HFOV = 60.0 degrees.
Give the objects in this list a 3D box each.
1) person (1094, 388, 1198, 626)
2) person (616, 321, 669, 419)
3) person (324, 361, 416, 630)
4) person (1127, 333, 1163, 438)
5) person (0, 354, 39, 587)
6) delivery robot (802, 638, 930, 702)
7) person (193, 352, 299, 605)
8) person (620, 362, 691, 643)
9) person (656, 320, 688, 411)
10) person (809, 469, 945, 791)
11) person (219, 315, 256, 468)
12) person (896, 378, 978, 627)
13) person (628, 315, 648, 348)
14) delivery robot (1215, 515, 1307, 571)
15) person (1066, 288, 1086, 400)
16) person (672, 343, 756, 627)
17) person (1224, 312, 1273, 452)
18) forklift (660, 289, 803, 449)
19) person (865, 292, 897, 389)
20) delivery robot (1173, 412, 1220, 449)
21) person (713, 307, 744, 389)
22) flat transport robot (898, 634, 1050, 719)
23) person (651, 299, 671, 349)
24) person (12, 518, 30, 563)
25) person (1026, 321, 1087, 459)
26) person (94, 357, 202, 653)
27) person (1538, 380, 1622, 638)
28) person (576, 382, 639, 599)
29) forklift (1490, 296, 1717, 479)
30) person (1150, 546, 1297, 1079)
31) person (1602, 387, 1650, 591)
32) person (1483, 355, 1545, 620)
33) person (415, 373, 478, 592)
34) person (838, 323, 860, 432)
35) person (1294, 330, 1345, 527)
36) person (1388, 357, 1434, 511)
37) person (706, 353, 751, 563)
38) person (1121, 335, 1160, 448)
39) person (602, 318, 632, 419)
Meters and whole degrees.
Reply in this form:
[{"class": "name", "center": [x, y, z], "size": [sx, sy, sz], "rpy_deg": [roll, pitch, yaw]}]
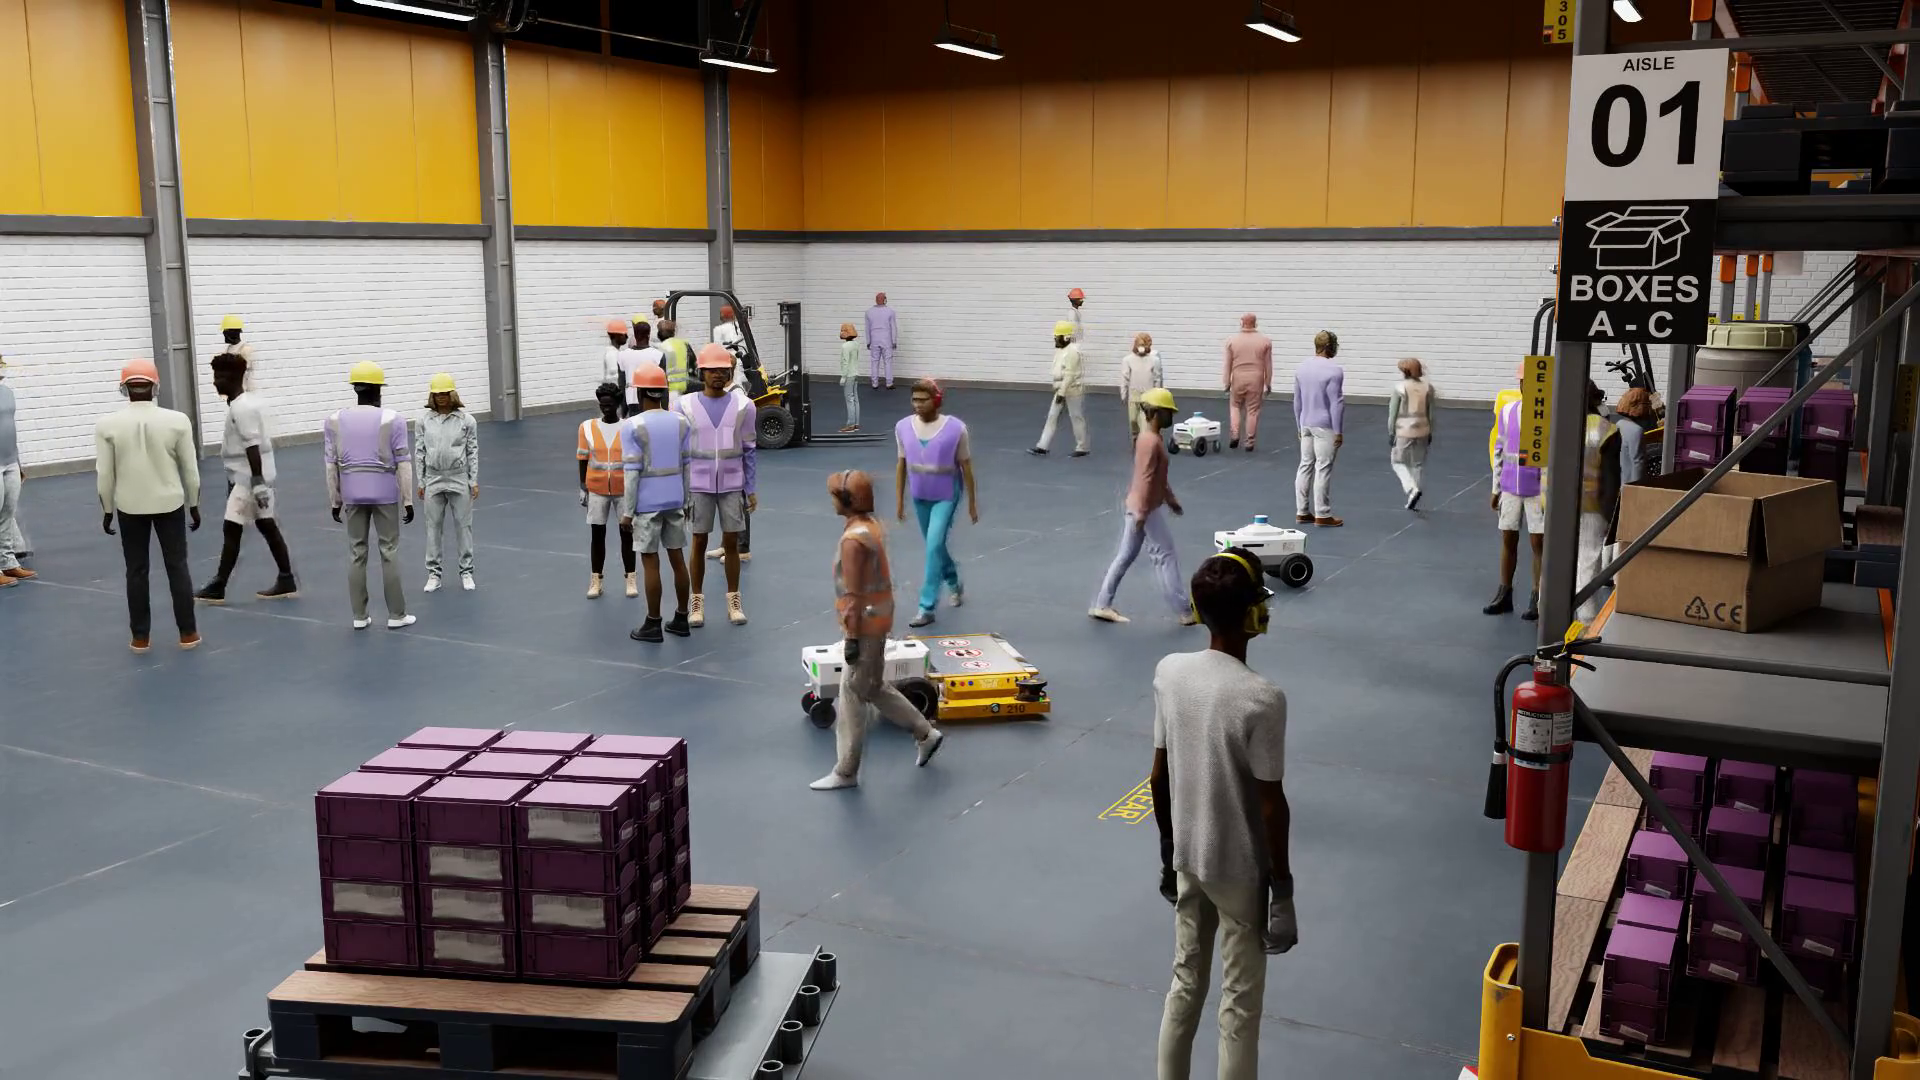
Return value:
[{"class": "person", "center": [1.386, -0.230, 12.017], "size": [0.885, 1.706, 0.525], "rpy_deg": [0, 10, -2]}, {"class": "person", "center": [-3.600, -1.528, 18.947], "size": [0.589, 1.915, 0.393], "rpy_deg": [1, 10, 7]}, {"class": "person", "center": [-4.202, -0.314, 11.884], "size": [0.594, 1.922, 0.375], "rpy_deg": [0, 10, -2]}, {"class": "person", "center": [2.515, -2.035, 22.804], "size": [0.563, 1.587, 0.720], "rpy_deg": [8, 13, 40]}, {"class": "person", "center": [-7.803, -0.594, 13.466], "size": [0.372, 1.940, 0.630], "rpy_deg": [0, 10, 0]}, {"class": "delivery robot", "center": [-0.544, 0.723, 9.573], "size": [0.707, 0.478, 0.477], "rpy_deg": [-3, 10, -15]}, {"class": "person", "center": [-5.577, -0.465, 12.742], "size": [0.892, 1.927, 0.626], "rpy_deg": [-3, 10, -17]}, {"class": "person", "center": [-2.115, -0.258, 11.521], "size": [0.545, 1.939, 0.373], "rpy_deg": [-9, 13, -43]}, {"class": "person", "center": [-3.771, -2.006, 22.019], "size": [0.825, 1.818, 0.634], "rpy_deg": [3, 10, 18]}, {"class": "person", "center": [-0.419, 0.443, 8.394], "size": [0.627, 1.617, 0.536], "rpy_deg": [0, 10, -2]}, {"class": "person", "center": [-8.896, -1.807, 20.514], "size": [0.585, 1.929, 0.370], "rpy_deg": [9, 13, 43]}, {"class": "person", "center": [-0.151, -0.313, 12.285], "size": [0.602, 1.794, 0.956], "rpy_deg": [5, 11, 26]}, {"class": "person", "center": [-4.818, -2.507, 25.056], "size": [0.329, 1.762, 0.523], "rpy_deg": [-6, 12, -33]}, {"class": "delivery robot", "center": [2.439, 0.042, 13.513], "size": [0.707, 0.478, 0.477], "rpy_deg": [-2, 10, -10]}, {"class": "person", "center": [2.119, -3.589, 30.501], "size": [0.374, 2.044, 0.605], "rpy_deg": [1, 10, 7]}, {"class": "person", "center": [-1.758, -0.393, 11.990], "size": [0.606, 2.048, 0.366], "rpy_deg": [-2, 10, -14]}, {"class": "person", "center": [3.913, -2.145, 22.584], "size": [0.655, 1.891, 0.451], "rpy_deg": [2, 10, 11]}, {"class": "forklift", "center": [-3.358, -2.392, 23.136], "size": [2.313, 2.155, 1.214], "rpy_deg": [-1, 10, -5]}, {"class": "person", "center": [-1.544, -3.924, 32.832], "size": [0.640, 1.910, 0.401], "rpy_deg": [3, 10, 16]}, {"class": "delivery robot", "center": [3.167, -1.462, 22.221], "size": [0.477, 0.478, 0.707], "rpy_deg": [9, 13, 41]}, {"class": "person", "center": [-3.741, -2.838, 26.785], "size": [0.588, 1.824, 1.001], "rpy_deg": [-7, 12, -36]}, {"class": "flat transport robot", "center": [0.051, 0.804, 10.192], "size": [0.652, 0.197, 1.431], "rpy_deg": [-2, 10, -12]}, {"class": "person", "center": [-5.160, -3.225, 28.849], "size": [0.339, 1.884, 0.581], "rpy_deg": [-8, 13, -40]}, {"class": "person", "center": [-8.479, -0.627, 14.101], "size": [0.968, 1.767, 0.594], "rpy_deg": [-5, 11, -27]}, {"class": "person", "center": [1.275, -1.933, 21.621], "size": [0.889, 1.789, 0.590], "rpy_deg": [-4, 10, -20]}, {"class": "person", "center": [-5.462, -0.235, 11.229], "size": [0.622, 1.990, 0.402], "rpy_deg": [-5, 11, -25]}, {"class": "person", "center": [4.341, -0.224, 11.703], "size": [0.432, 1.821, 0.657], "rpy_deg": [-8, 13, -40]}, {"class": "person", "center": [-2.712, -0.384, 12.962], "size": [0.533, 1.692, 0.319], "rpy_deg": [-1, 10, -6]}, {"class": "forklift", "center": [7.296, -1.677, 18.993], "size": [2.313, 2.155, 1.214], "rpy_deg": [5, 11, 27]}, {"class": "person", "center": [0.761, 0.944, 4.748], "size": [0.328, 1.877, 0.514], "rpy_deg": [-8, 12, -38]}, {"class": "person", "center": [5.290, -0.392, 13.177], "size": [0.284, 1.634, 0.498], "rpy_deg": [0, 10, 2]}, {"class": "person", "center": [4.164, -0.384, 12.243], "size": [0.545, 1.942, 0.352], "rpy_deg": [9, 14, 43]}, {"class": "person", "center": [-4.077, -0.457, 13.232], "size": [0.484, 1.745, 0.296], "rpy_deg": [-2, 10, -12]}, {"class": "person", "center": [-1.674, -2.447, 25.073], "size": [0.286, 1.633, 0.499], "rpy_deg": [3, 10, 16]}, {"class": "person", "center": [3.538, -1.096, 16.369], "size": [0.362, 1.938, 0.631], "rpy_deg": [-5, 11, -28]}, {"class": "person", "center": [4.692, -1.081, 17.205], "size": [0.531, 1.620, 0.470], "rpy_deg": [-2, 10, -13]}, {"class": "person", "center": [-2.010, -0.716, 14.444], "size": [0.326, 1.843, 0.515], "rpy_deg": [-6, 11, -30]}, {"class": "person", "center": [2.420, -1.956, 22.303], "size": [0.508, 1.607, 0.718], "rpy_deg": [1, 10, 7]}, {"class": "person", "center": [-4.116, -1.705, 19.989], "size": [0.582, 1.932, 0.551], "rpy_deg": [-1, 10, -6]}]
